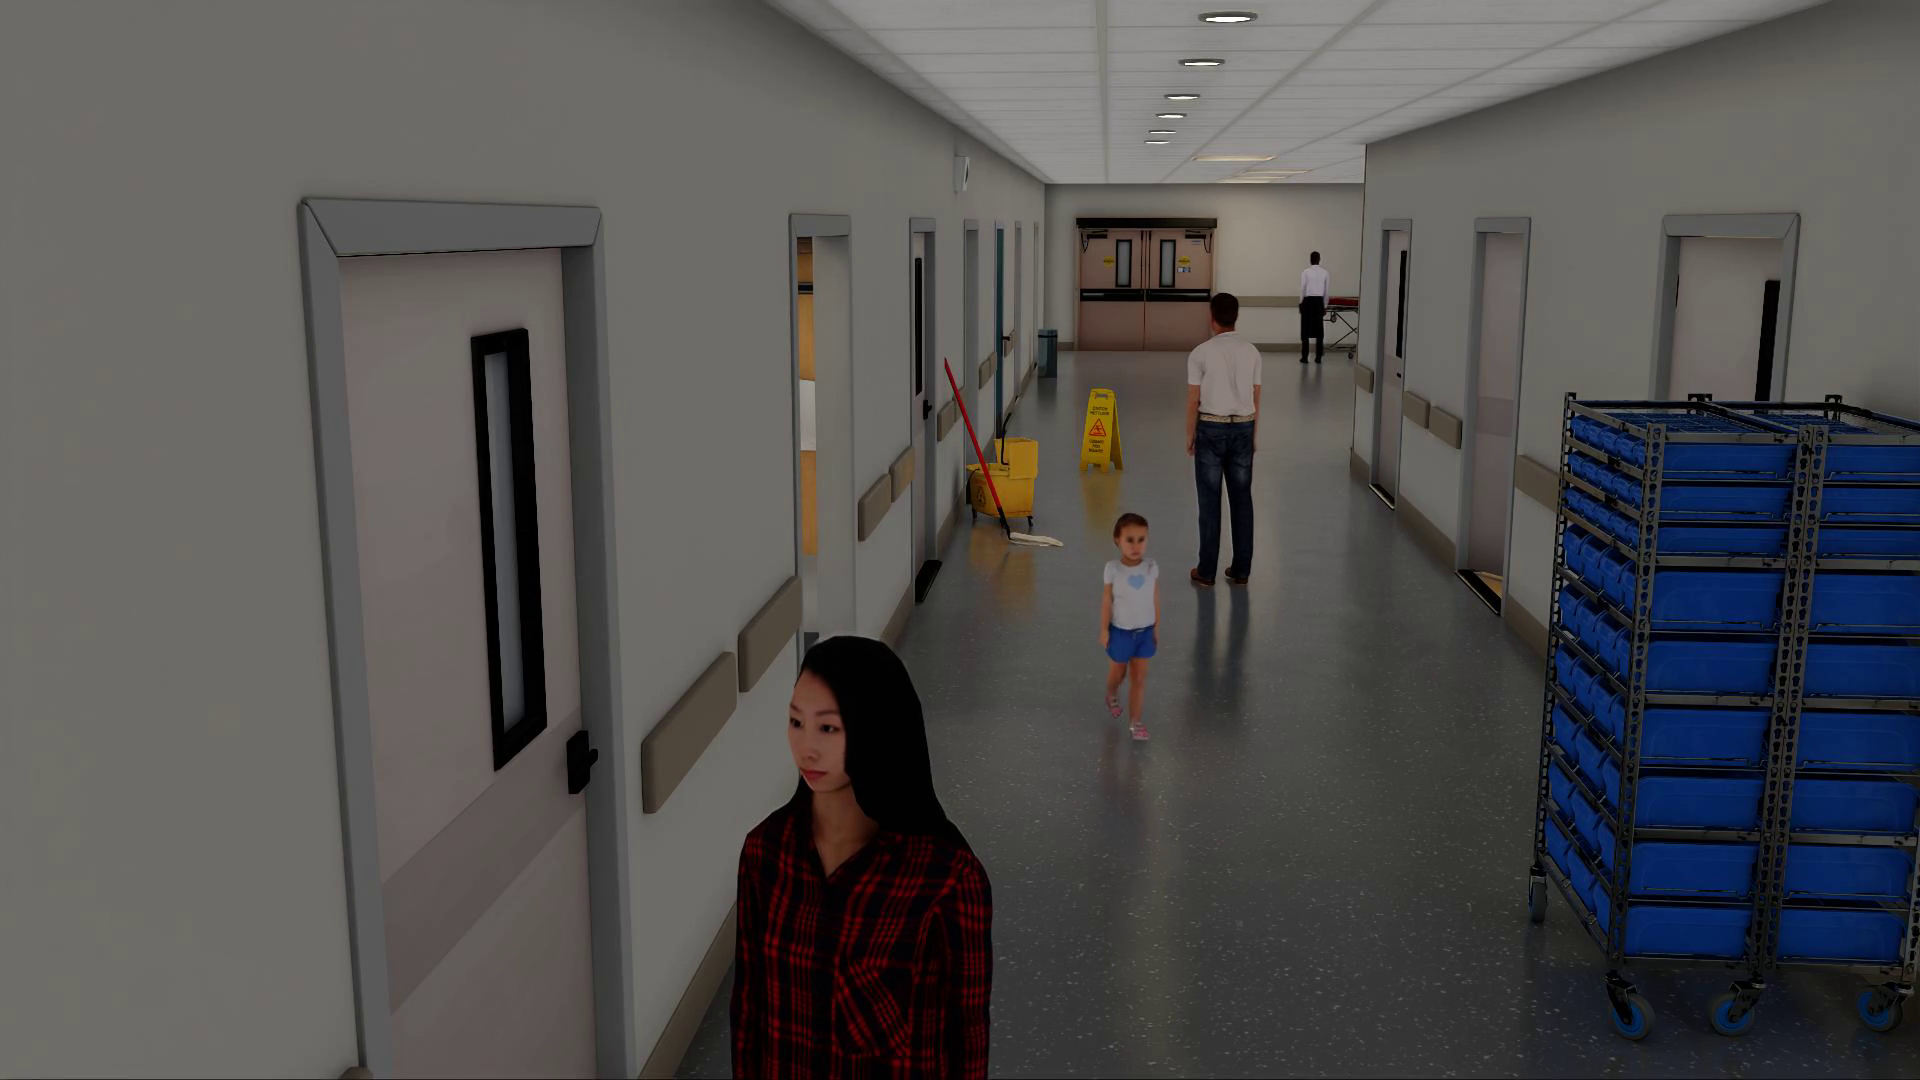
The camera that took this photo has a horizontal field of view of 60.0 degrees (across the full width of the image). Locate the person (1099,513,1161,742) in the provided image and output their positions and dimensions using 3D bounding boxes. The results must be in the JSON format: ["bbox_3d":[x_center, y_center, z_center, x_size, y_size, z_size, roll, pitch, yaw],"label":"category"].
[{"bbox_3d":[0.761,0.375,7.466,0.498,1.010,0.692,-1,11,-7],"label":"person"}]

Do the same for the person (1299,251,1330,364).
[{"bbox_3d":[5.843,-3.851,27.538,0.656,1.830,0.592,0,11,-2],"label":"person"}]

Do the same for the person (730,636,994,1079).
[{"bbox_3d":[-0.157,0.953,2.687,0.640,1.656,0.604,4,11,20],"label":"person"}]

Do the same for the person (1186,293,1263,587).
[{"bbox_3d":[1.693,-0.646,10.592,0.702,1.851,0.649,-2,11,-8],"label":"person"}]
